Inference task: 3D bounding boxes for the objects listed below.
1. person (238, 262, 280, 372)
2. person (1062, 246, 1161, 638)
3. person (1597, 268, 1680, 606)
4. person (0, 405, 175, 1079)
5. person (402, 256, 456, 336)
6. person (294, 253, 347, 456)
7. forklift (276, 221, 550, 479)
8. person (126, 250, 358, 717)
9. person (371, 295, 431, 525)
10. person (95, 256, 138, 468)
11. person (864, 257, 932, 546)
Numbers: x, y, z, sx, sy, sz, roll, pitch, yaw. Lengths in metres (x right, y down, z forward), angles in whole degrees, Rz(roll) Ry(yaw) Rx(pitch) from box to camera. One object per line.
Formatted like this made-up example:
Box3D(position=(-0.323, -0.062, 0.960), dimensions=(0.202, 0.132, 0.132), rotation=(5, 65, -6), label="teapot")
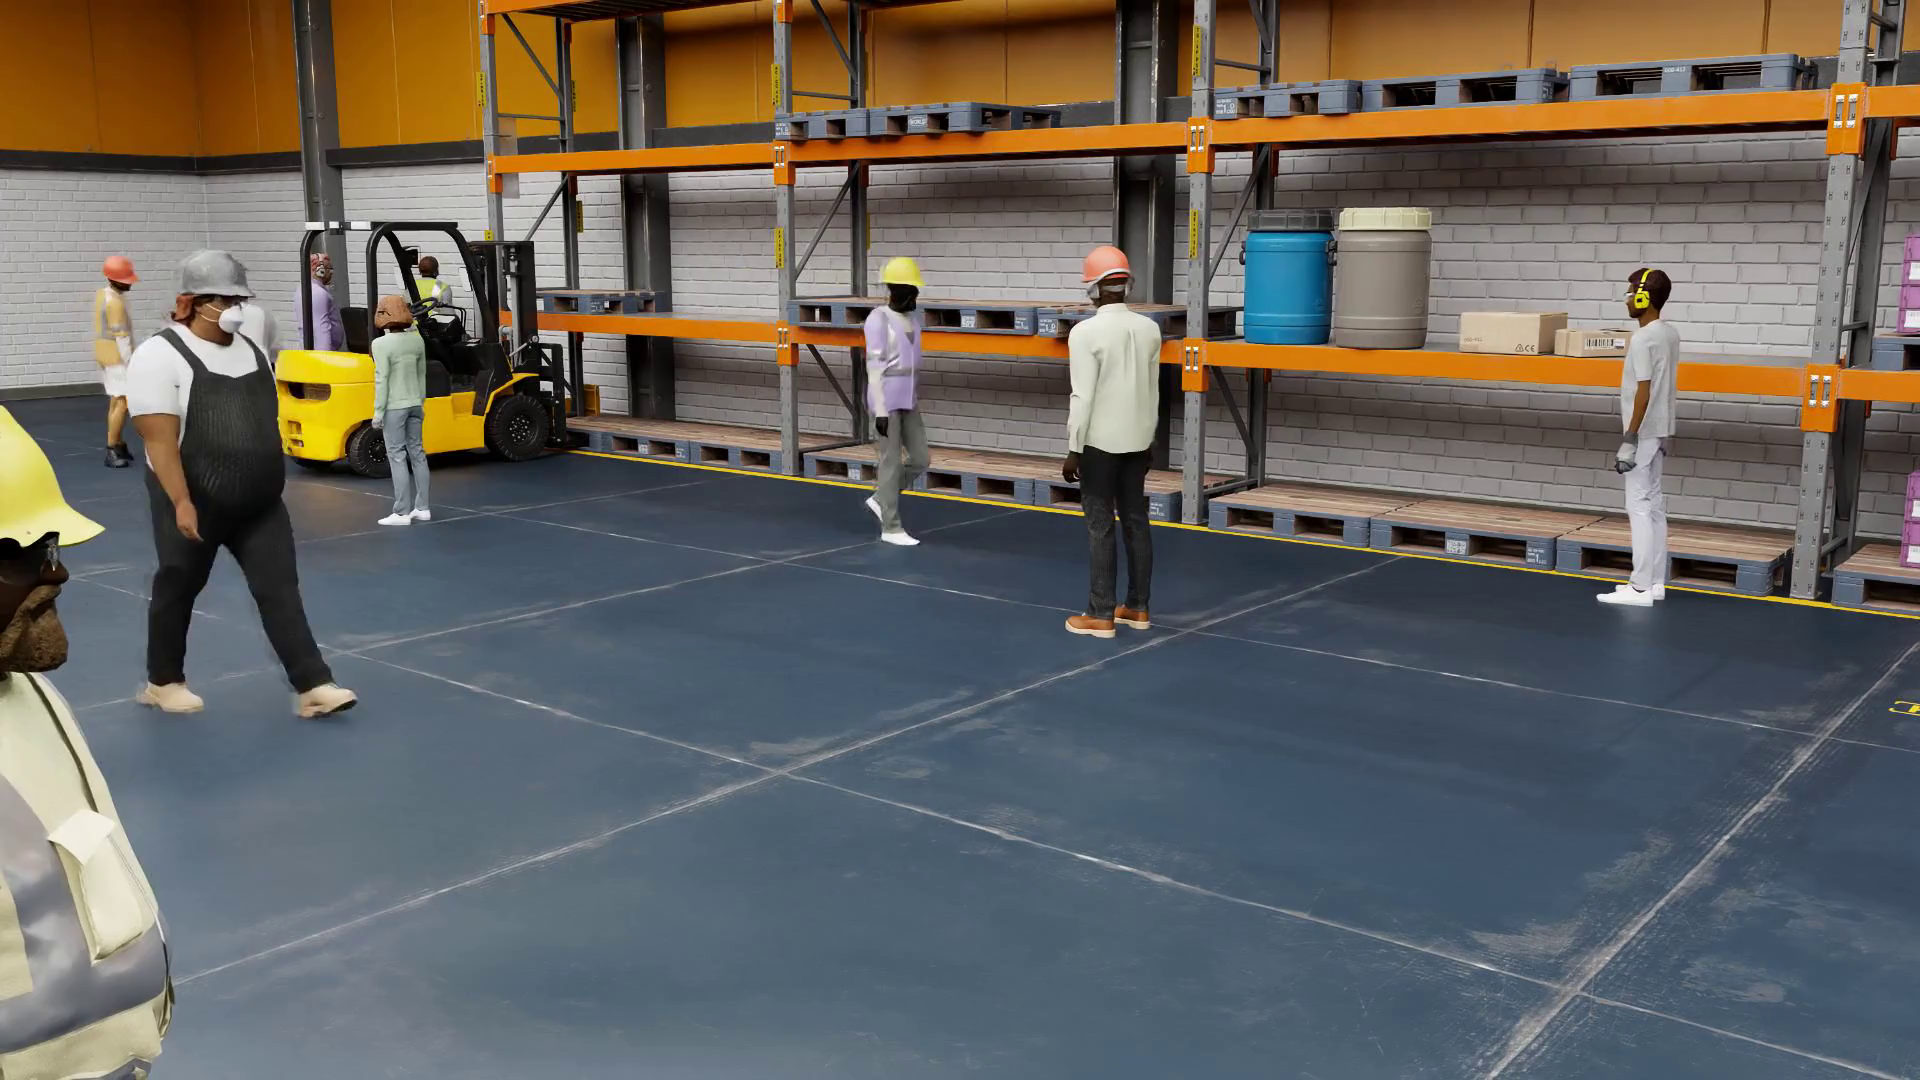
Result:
Box3D(position=(-4.894, -0.946, 11.257), dimensions=(0.631, 1.911, 0.877), rotation=(-9, 14, -42), label="person")
Box3D(position=(0.765, -0.501, 8.537), dimensions=(0.617, 1.990, 0.393), rotation=(-8, 13, -39), label="person")
Box3D(position=(3.790, -0.565, 9.238), dimensions=(0.317, 1.870, 0.523), rotation=(9, 14, 42), label="person")
Box3D(position=(-1.230, 0.732, 2.152), dimensions=(0.404, 1.830, 0.602), rotation=(-3, 11, -17), label="person")
Box3D(position=(-5.910, -2.259, 18.691), dimensions=(0.633, 1.846, 0.429), rotation=(3, 11, 17), label="person")
Box3D(position=(-5.970, -1.723, 15.581), dimensions=(0.399, 1.900, 0.645), rotation=(-6, 12, -32), label="person")
Box3D(position=(-4.922, -1.741, 14.854), dimensions=(1.214, 2.155, 2.313), rotation=(8, 13, 38), label="forklift")
Box3D(position=(-3.101, -0.244, 6.981), dimensions=(1.036, 2.000, 0.689), rotation=(6, 12, 30), label="person")
Box3D(position=(-3.997, -0.923, 11.866), dimensions=(0.272, 1.636, 0.507), rotation=(4, 11, 22), label="person")
Box3D(position=(-7.574, -1.602, 14.965), dimensions=(0.375, 1.885, 0.698), rotation=(-7, 13, -36), label="person")
Box3D(position=(-0.430, -0.912, 11.048), dimensions=(0.467, 1.915, 0.602), rotation=(7, 12, 32), label="person")
